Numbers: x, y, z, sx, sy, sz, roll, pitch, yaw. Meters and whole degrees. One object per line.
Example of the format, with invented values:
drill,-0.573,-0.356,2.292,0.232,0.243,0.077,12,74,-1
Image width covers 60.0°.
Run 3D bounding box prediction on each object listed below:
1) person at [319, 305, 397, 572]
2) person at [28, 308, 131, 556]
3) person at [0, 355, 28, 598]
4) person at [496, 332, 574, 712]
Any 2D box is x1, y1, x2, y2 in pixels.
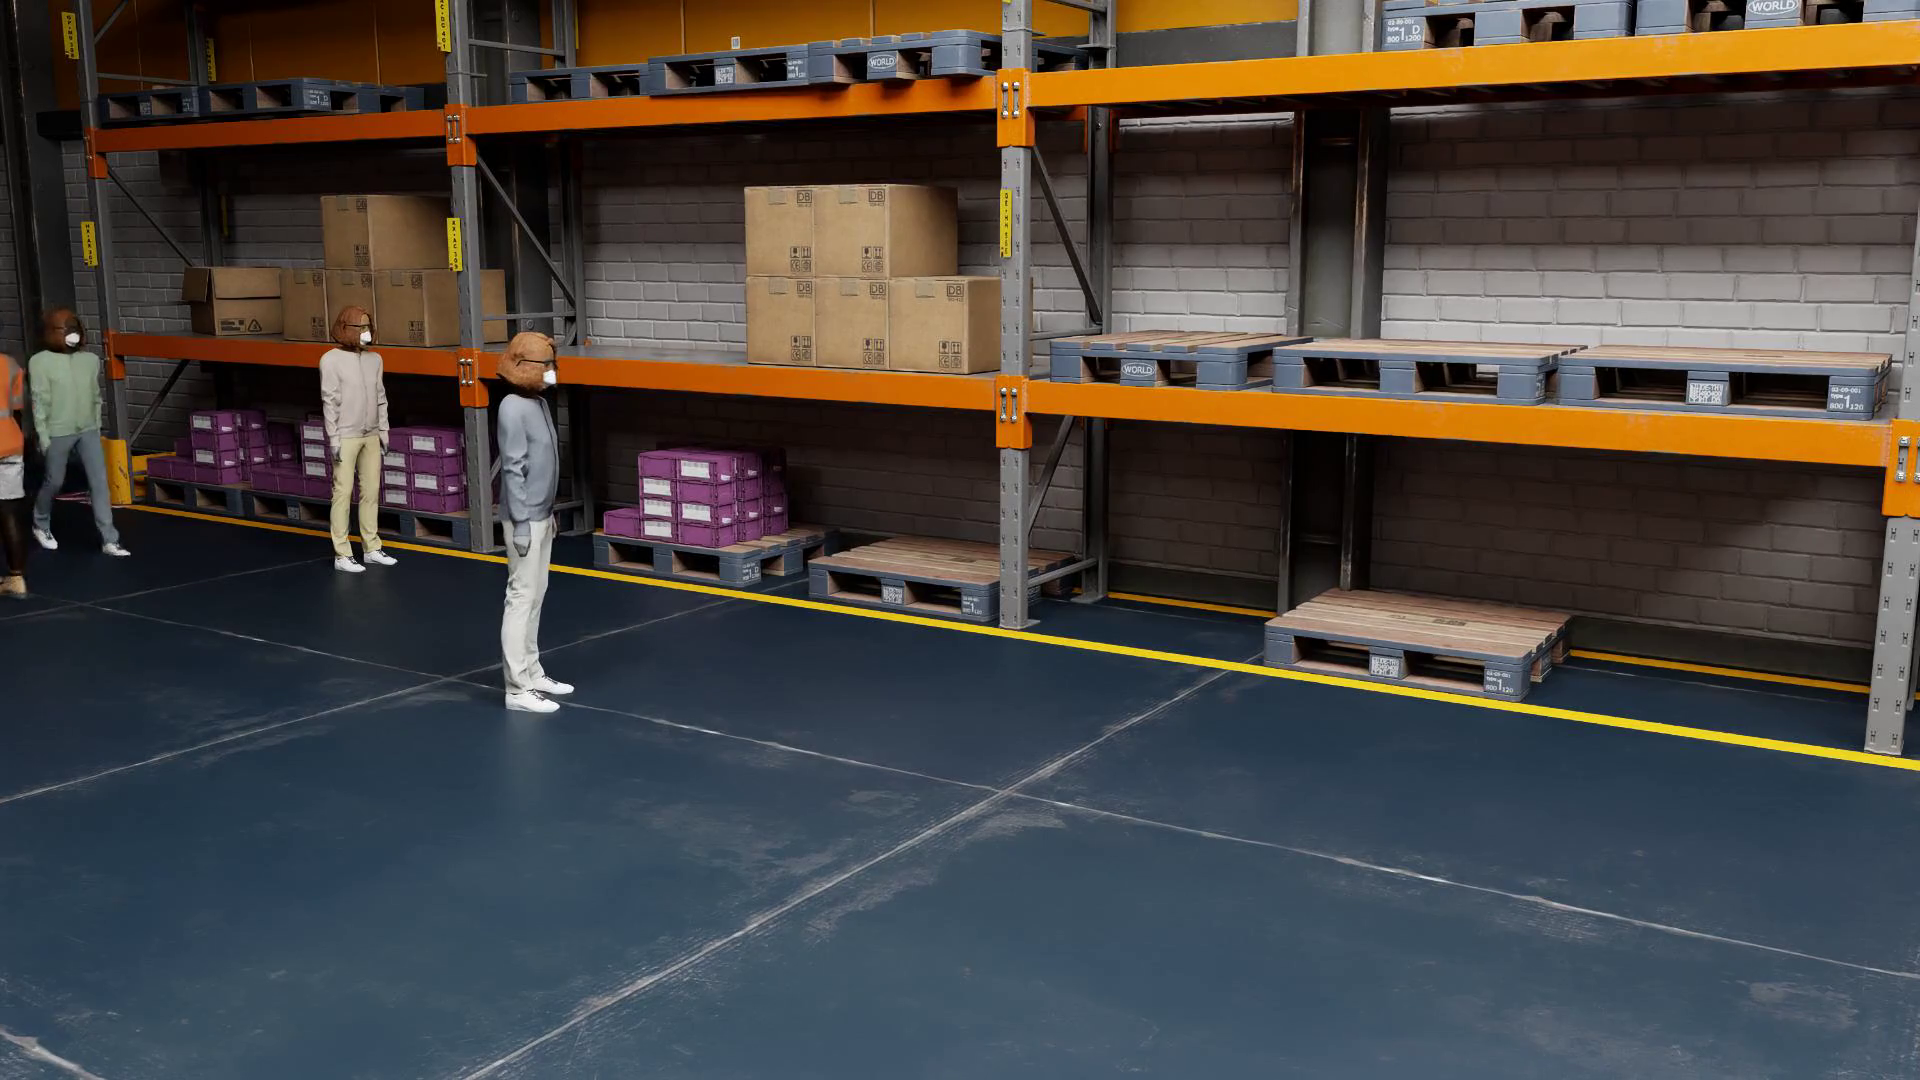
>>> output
person,-3.706,-0.622,10.229,0.277,1.629,0.496,5,11,25
person,-5.774,-0.697,10.748,0.847,1.602,0.504,6,12,30
person,-5.484,-0.490,9.326,0.404,1.678,0.555,4,11,21
person,-1.850,-0.082,7.213,0.275,1.631,0.507,0,10,0
